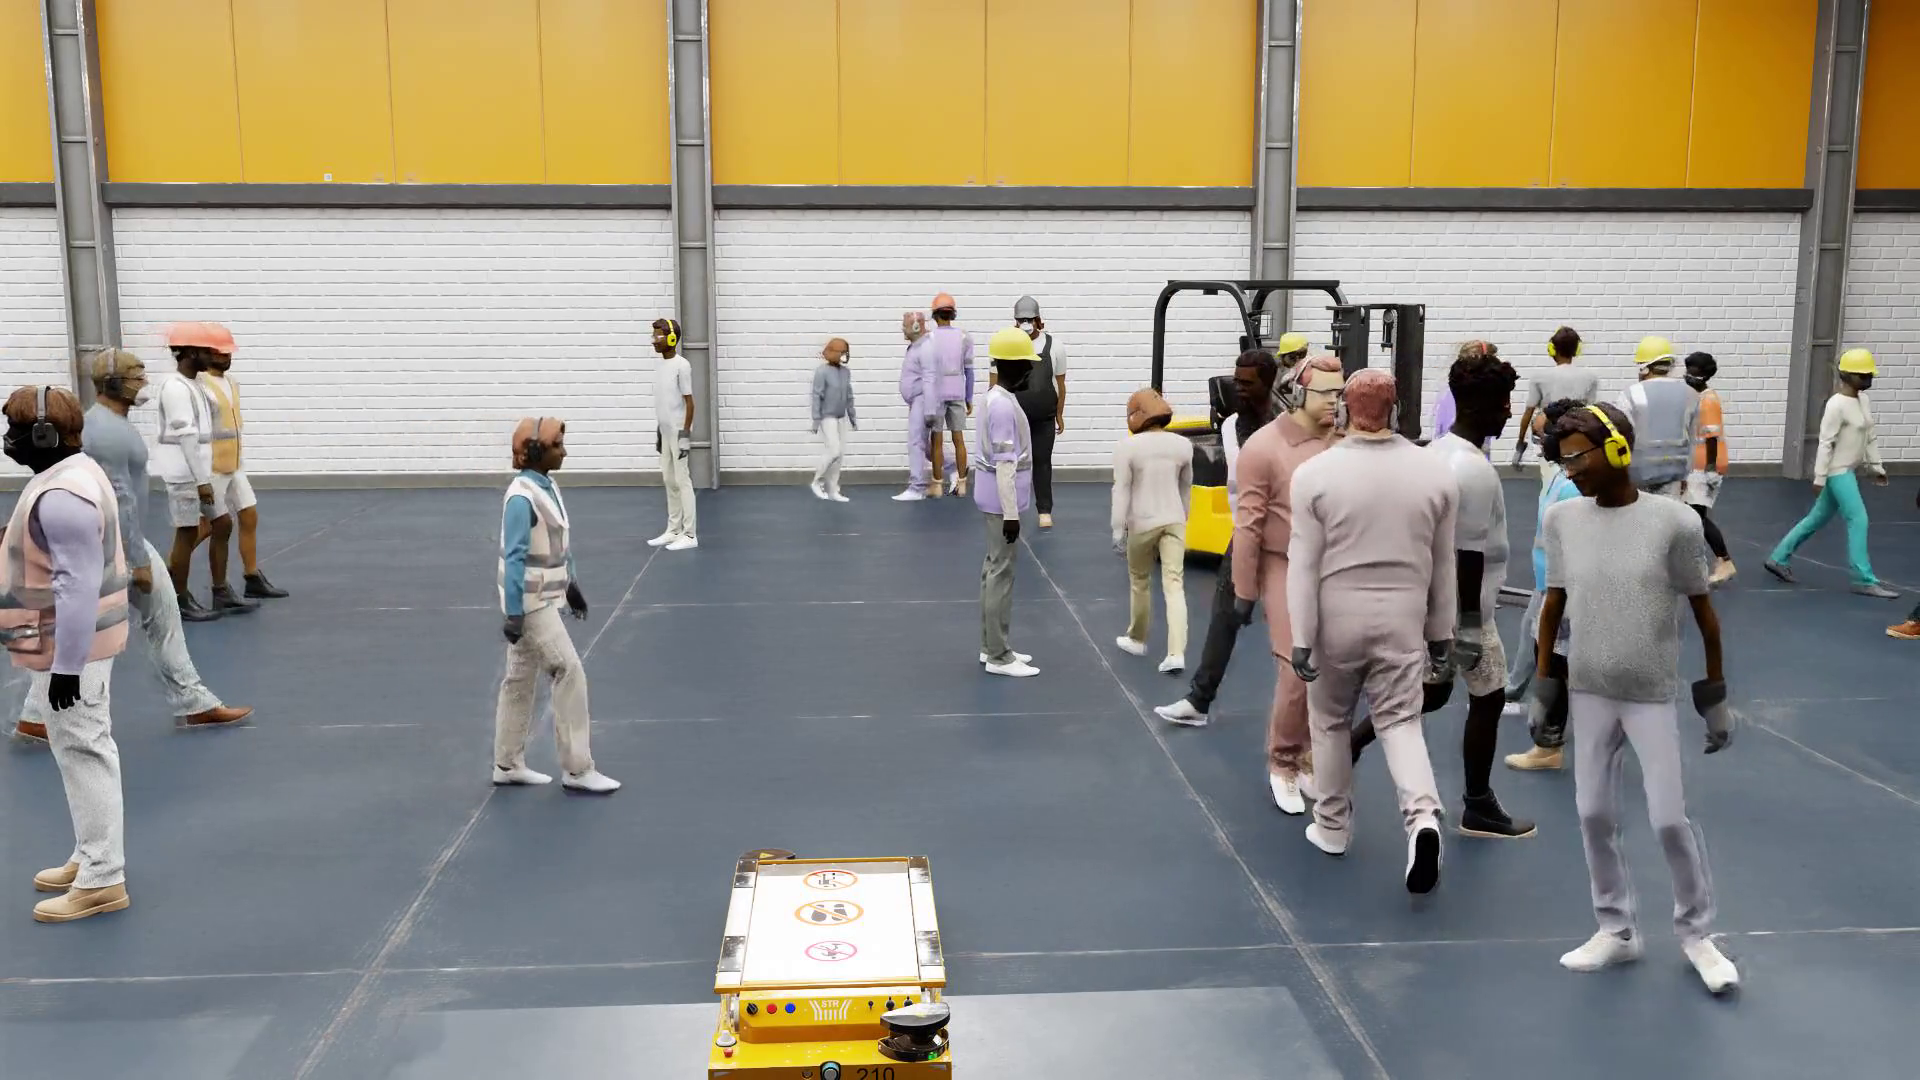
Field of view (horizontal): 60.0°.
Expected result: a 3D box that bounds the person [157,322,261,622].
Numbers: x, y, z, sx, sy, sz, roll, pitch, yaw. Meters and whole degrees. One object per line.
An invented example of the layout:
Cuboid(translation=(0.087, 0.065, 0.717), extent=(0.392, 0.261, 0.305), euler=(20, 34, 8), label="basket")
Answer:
Cuboid(translation=(-4.807, -0.422, 10.620), extent=(0.628, 1.918, 0.600), euler=(-2, 9, -11), label="person")

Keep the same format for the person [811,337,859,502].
Cuboid(translation=(-1.219, -1.164, 16.176), extent=(0.329, 1.617, 0.519), euler=(6, 11, 31), label="person")

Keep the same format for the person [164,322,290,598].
Cuboid(translation=(-5.062, -0.503, 11.178), extent=(0.790, 1.914, 0.590), euler=(0, 9, 3), label="person")

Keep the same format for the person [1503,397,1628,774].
Cuboid(translation=(2.732, 0.212, 7.325), extent=(0.499, 1.679, 0.543), euler=(3, 9, 16), label="person")

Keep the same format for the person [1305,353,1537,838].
Cuboid(translation=(1.841, 0.236, 6.474), extent=(0.834, 1.931, 0.617), euler=(-1, 9, -3), label="person")

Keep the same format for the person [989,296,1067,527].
Cuboid(translation=(0.591, -1.119, 14.588), extent=(0.689, 2.000, 0.537), euler=(0, 9, 2), label="person")

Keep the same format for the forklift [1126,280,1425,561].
Cuboid(translation=(2.301, -0.860, 12.475), extent=(1.214, 2.155, 2.313), euler=(-6, 11, -35), label="forklift")

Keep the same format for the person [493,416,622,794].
Cuboid(translation=(-1.719, 0.281, 7.109), extent=(0.686, 1.612, 0.522), euler=(-1, 9, -6), label="person")

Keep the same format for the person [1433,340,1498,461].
Cuboid(translation=(2.993, -0.279, 9.974), extent=(0.424, 1.827, 0.591), euler=(2, 9, 11), label="person")

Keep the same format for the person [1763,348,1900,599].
Cuboid(translation=(6.119, -0.490, 11.636), extent=(0.915, 1.719, 0.528), euler=(9, 13, 44), label="person")

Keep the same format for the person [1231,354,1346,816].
Cuboid(translation=(1.495, 0.185, 6.875), extent=(0.659, 1.889, 0.576), euler=(-4, 10, -23), label="person")

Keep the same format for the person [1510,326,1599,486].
Cuboid(translation=(4.391, -0.658, 12.357), extent=(0.544, 1.821, 0.927), euler=(0, 9, 1), label="person")

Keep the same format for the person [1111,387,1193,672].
Cuboid(translation=(1.087, -0.065, 9.393), extent=(0.517, 1.582, 0.851), euler=(-2, 9, -13), label="person")

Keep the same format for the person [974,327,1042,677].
Cuboid(translation=(0.263, -0.211, 9.241), extent=(0.366, 1.927, 0.590), euler=(-1, 9, -4), label="person")

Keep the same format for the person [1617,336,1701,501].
Cuboid(translation=(4.607, -0.464, 11.180), extent=(0.620, 1.805, 0.732), euler=(0, 9, -3), label="person")

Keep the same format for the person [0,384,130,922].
Cuboid(translation=(-3.111, 0.383, 5.776), extent=(0.429, 1.842, 0.634), euler=(-5, 10, -26), label="person")

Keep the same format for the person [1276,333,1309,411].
Cuboid(translation=(2.810, -0.836, 13.738), extent=(0.465, 1.741, 0.524), euler=(6, 11, 35), label="person")

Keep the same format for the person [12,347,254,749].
Cuboid(translation=(-3.990, 0.038, 7.832), extent=(1.032, 1.887, 0.649), euler=(-3, 10, -21), label="person")

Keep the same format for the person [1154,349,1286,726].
Cuboid(translation=(1.482, -0.004, 8.161), extent=(1.037, 1.861, 0.613), euler=(-5, 11, -31), label="person")

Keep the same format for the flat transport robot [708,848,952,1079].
Cuboid(translation=(-0.394, 1.269, 5.127), extent=(0.652, 0.197, 1.431), euler=(-1, 9, -4), label="flat transport robot")

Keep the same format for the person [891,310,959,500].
Cuboid(translation=(-0.312, -1.324, 16.406), extent=(0.702, 1.882, 0.649), euler=(-2, 9, -10), label="person")

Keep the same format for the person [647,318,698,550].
Cuboid(translation=(-2.328, -0.853, 13.448), extent=(0.327, 1.871, 0.514), euler=(-6, 11, -34), label="person")

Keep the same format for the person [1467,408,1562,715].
Cuboid(translation=(2.994, 0.130, 8.162), extent=(0.837, 1.588, 0.520), euler=(5, 10, 28), label="person")

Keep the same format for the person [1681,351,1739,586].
Cuboid(translation=(5.352, -0.512, 11.921), extent=(0.441, 1.685, 0.648), euler=(3, 9, 17), label="person")

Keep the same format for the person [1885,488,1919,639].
Cuboid(translation=(6.230, -0.363, 10.200), extent=(1.065, 1.938, 0.638), euler=(-2, 9, -13), label="person")

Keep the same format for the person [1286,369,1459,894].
Cuboid(translation=(1.506, 0.321, 6.067), extent=(0.643, 1.878, 0.817), euler=(-1, 9, -4), label="person")

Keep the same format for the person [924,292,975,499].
Cuboid(translation=(-0.159, -1.431, 16.539), extent=(0.614, 2.040, 0.390), euler=(-4, 10, -22), label="person")

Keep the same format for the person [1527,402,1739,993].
Cuboid(translation=(2.097, 0.485, 5.177), extent=(0.615, 1.829, 0.459), euler=(8, 12, 41), label="person")
